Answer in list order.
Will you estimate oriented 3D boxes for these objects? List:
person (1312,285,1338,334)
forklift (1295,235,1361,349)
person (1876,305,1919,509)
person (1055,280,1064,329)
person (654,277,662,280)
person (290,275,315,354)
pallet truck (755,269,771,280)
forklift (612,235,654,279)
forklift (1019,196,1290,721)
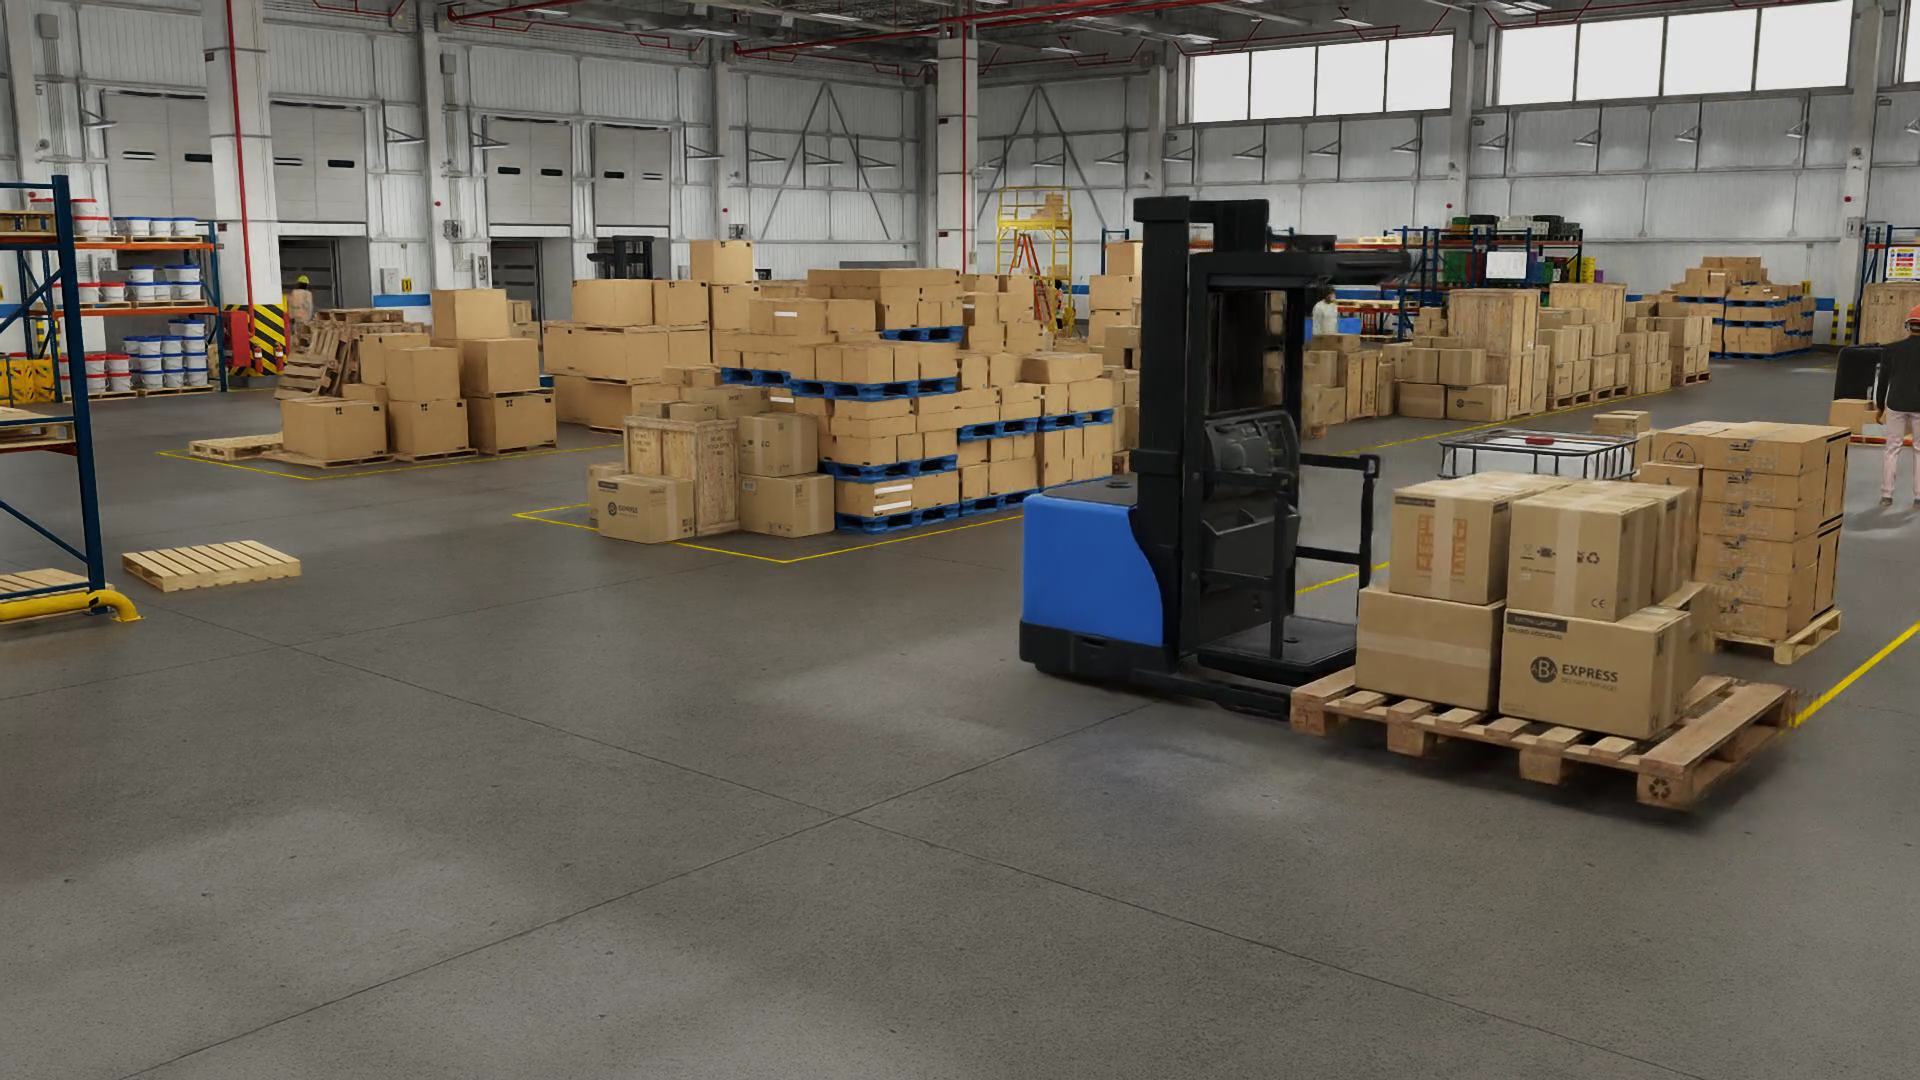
[{"bbox_3d":[6.195,-3.360,28.247,0.624,1.930,0.375,-10,14,-44],"label":"person"},{"bbox_3d":[7.530,-5.081,35.323,1.129,2.768,1.873,-7,12,-34],"label":"forklift"},{"bbox_3d":[9.355,-1.307,16.352,0.619,1.992,0.396,7,12,36],"label":"person"},{"bbox_3d":[2.744,-6.466,46.574,0.316,1.696,0.540,-1,10,-4],"label":"person"},{"bbox_3d":[-6.515,-4.725,36.022,0.632,1.930,0.387,-5,11,-25],"label":"person"},{"bbox_3d":[-15.376,-5.241,38.985,0.624,1.908,0.429,3,10,16],"label":"person"},{"bbox_3d":[-4.996,-6.432,45.525,1.885,1.965,0.823,-6,12,-32],"label":"pallet truck"},{"bbox_3d":[-7.300,-5.450,37.421,1.873,2.768,1.129,8,13,40],"label":"forklift"},{"bbox_3d":[1.366,-0.566,9.614,1.873,2.768,1.129,8,13,40],"label":"forklift"}]
